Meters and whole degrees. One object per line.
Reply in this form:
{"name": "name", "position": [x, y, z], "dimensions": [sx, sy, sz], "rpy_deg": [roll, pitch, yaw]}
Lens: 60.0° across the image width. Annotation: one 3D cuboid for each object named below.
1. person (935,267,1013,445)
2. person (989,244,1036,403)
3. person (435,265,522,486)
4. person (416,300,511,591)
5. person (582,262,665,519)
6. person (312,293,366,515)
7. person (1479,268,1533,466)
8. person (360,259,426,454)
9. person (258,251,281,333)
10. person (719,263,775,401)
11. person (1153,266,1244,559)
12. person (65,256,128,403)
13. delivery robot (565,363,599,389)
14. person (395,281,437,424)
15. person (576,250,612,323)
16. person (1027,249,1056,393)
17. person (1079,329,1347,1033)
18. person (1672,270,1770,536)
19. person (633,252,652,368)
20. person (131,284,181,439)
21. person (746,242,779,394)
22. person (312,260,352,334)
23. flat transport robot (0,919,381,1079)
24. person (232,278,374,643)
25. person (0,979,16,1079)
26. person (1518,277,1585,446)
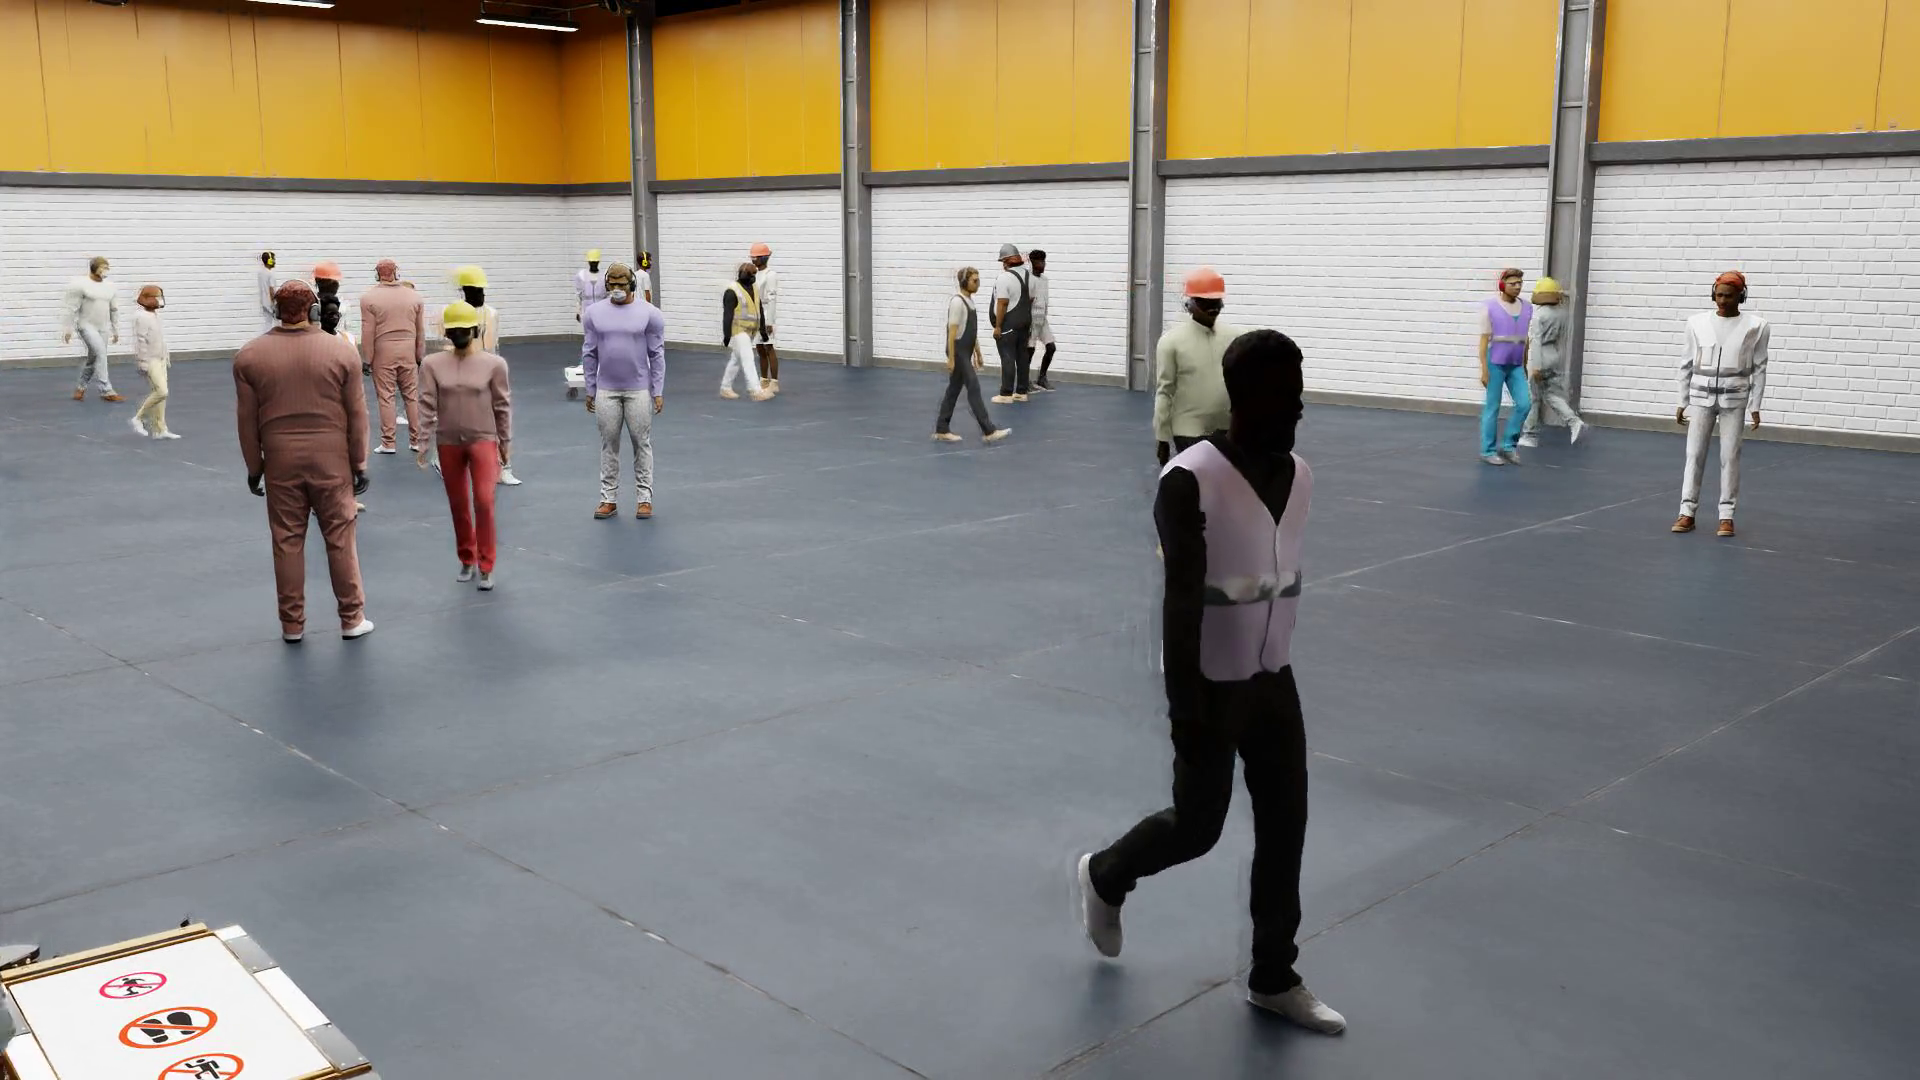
{"name": "person", "position": [0.136, -1.871, 16.989], "dimensions": [0.932, 1.800, 0.555], "rpy_deg": [3, 11, 14]}
{"name": "person", "position": [0.623, -2.775, 21.278], "dimensions": [0.537, 2.000, 0.678], "rpy_deg": [8, 13, 39]}
{"name": "person", "position": [-4.228, -1.418, 14.317], "dimensions": [0.959, 1.889, 0.602], "rpy_deg": [8, 13, 36]}
{"name": "person", "position": [-2.997, -0.562, 10.039], "dimensions": [0.541, 1.741, 0.750], "rpy_deg": [-1, 10, -6]}
{"name": "person", "position": [-2.532, -1.120, 12.544], "dimensions": [0.628, 1.935, 0.373], "rpy_deg": [0, 10, 1]}
{"name": "person", "position": [-4.807, -1.035, 12.722], "dimensions": [0.322, 1.697, 0.535], "rpy_deg": [7, 12, 33]}
{"name": "person", "position": [5.054, -1.583, 15.342], "dimensions": [0.607, 1.825, 0.551], "rpy_deg": [-4, 11, -20]}
{"name": "person", "position": [-5.565, -1.793, 16.304], "dimensions": [0.652, 1.900, 0.403], "rpy_deg": [-10, 14, -42]}
{"name": "person", "position": [-11.706, -3.986, 28.383], "dimensions": [0.565, 1.852, 0.524], "rpy_deg": [9, 14, 41]}
{"name": "person", "position": [-2.809, -2.689, 21.546], "dimensions": [0.968, 1.789, 0.620], "rpy_deg": [5, 11, 25]}
{"name": "person", "position": [1.453, -0.681, 10.118], "dimensions": [0.613, 1.959, 0.994], "rpy_deg": [-5, 12, -28]}
{"name": "person", "position": [-11.160, -2.700, 21.339], "dimensions": [0.955, 1.885, 0.665], "rpy_deg": [4, 11, 21]}
{"name": "delivery robot", "position": [-4.764, -2.137, 21.593], "dimensions": [0.707, 0.478, 0.477], "rpy_deg": [-2, 11, -11]}
{"name": "person", "position": [-6.180, -2.105, 18.794], "dimensions": [0.644, 1.610, 0.523], "rpy_deg": [0, 10, 1]}
{"name": "person", "position": [-5.857, -3.696, 26.716], "dimensions": [0.612, 1.882, 0.963], "rpy_deg": [-1, 10, -7]}
{"name": "person", "position": [1.074, -2.934, 22.398], "dimensions": [0.610, 1.941, 0.631], "rpy_deg": [8, 13, 39]}
{"name": "person", "position": [0.705, 0.362, 4.576], "dimensions": [0.596, 1.896, 0.776], "rpy_deg": [-9, 13, -39]}
{"name": "person", "position": [5.410, -0.969, 11.857], "dimensions": [0.572, 1.884, 0.355], "rpy_deg": [7, 12, 32]}
{"name": "person", "position": [-5.032, -3.655, 26.546], "dimensions": [0.311, 1.869, 0.532], "rpy_deg": [-7, 13, -35]}
{"name": "person", "position": [-8.395, -1.845, 17.327], "dimensions": [0.385, 1.619, 0.526], "rpy_deg": [0, 10, -1]}
{"name": "person", "position": [-2.660, -2.977, 22.374], "dimensions": [0.375, 2.044, 0.607], "rpy_deg": [-7, 12, -32]}
{"name": "person", "position": [-6.014, -1.676, 15.689], "dimensions": [0.848, 1.909, 0.557], "rpy_deg": [7, 12, 32]}
{"name": "flat transport robot", "position": [-1.975, 1.261, 4.099], "dimensions": [0.652, 0.197, 1.431], "rpy_deg": [-8, 13, -38]}
{"name": "person", "position": [-3.425, -0.409, 8.738], "dimensions": [0.642, 1.909, 0.399], "rpy_deg": [-2, 11, -12]}
{"name": "person", "position": [-1.961, 0.660, 2.983], "dimensions": [0.560, 1.886, 1.013], "rpy_deg": [1, 10, 5]}
{"name": "person", "position": [5.925, -1.769, 16.675], "dimensions": [0.488, 1.722, 0.683], "rpy_deg": [-8, 13, -38]}
